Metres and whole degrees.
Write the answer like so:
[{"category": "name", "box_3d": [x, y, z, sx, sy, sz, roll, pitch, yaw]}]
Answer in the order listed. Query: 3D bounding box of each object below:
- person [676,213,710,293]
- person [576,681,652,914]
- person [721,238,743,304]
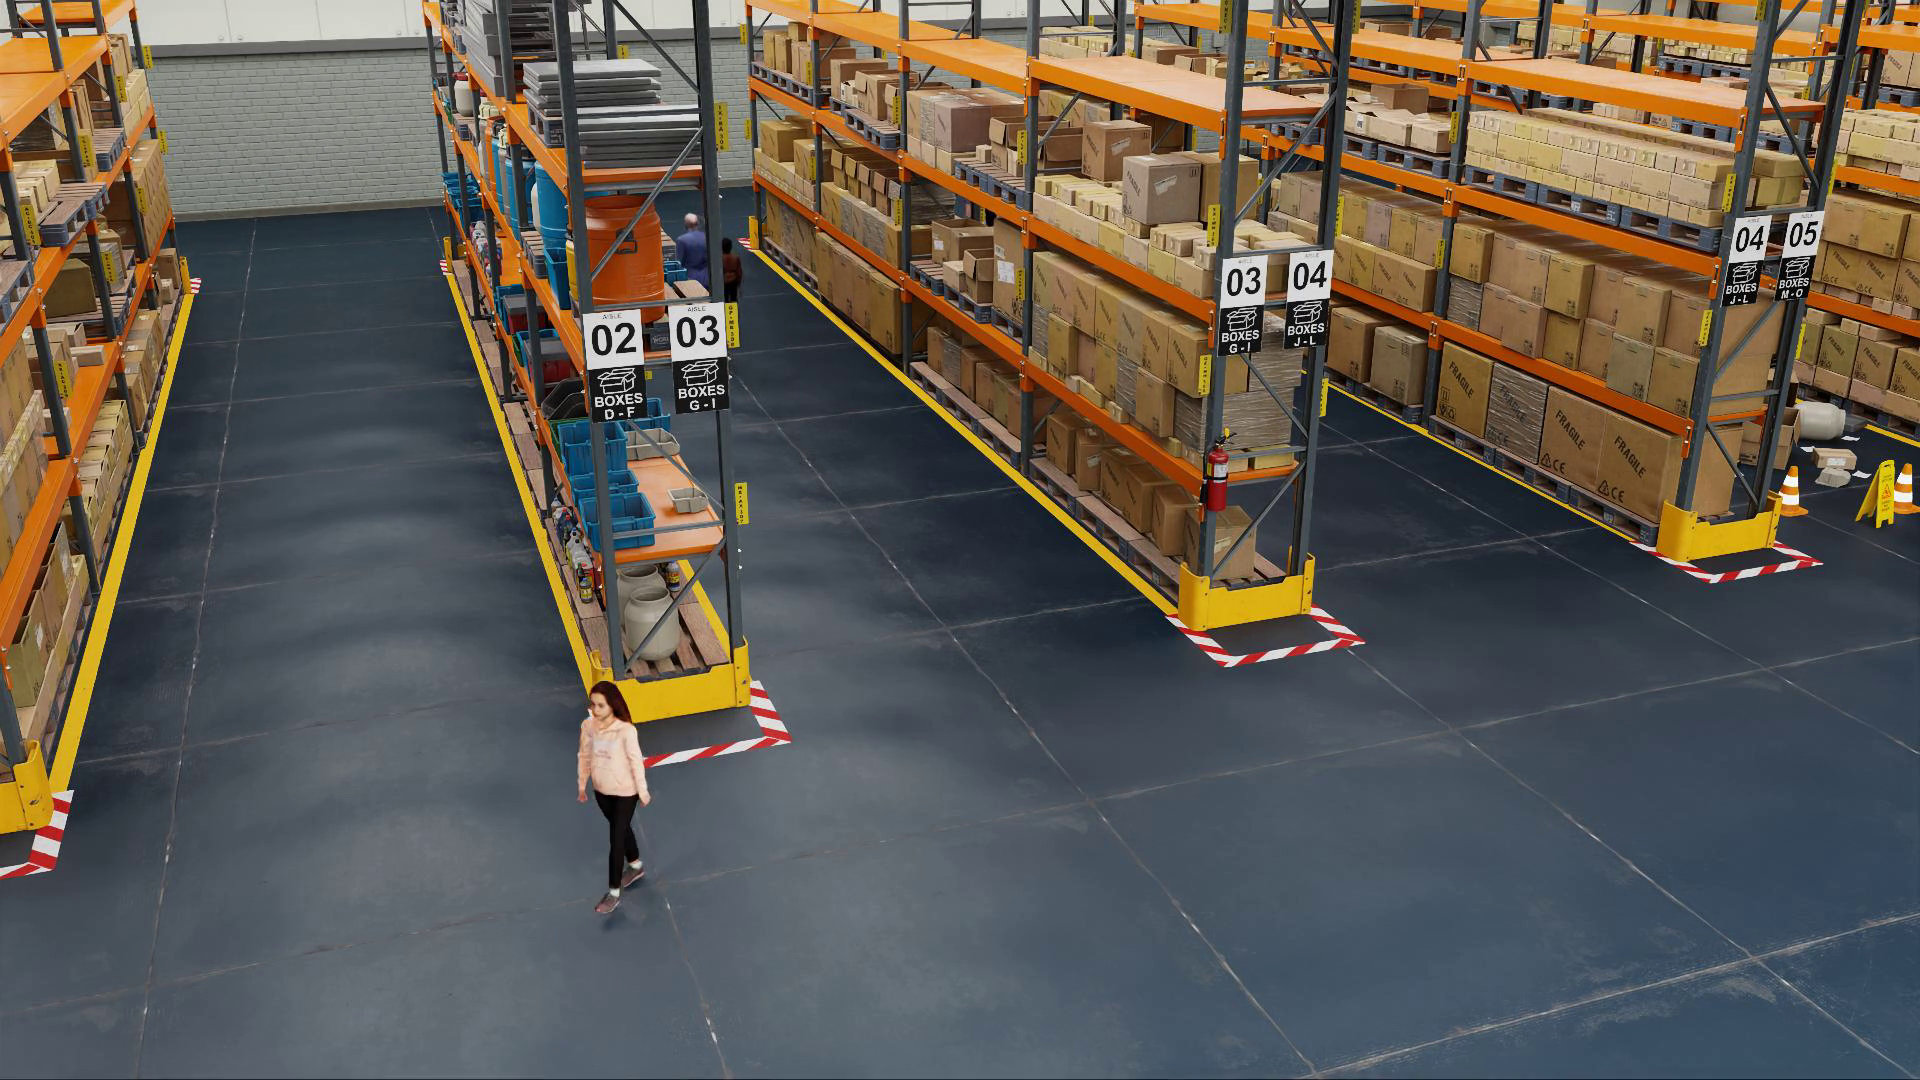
[{"category": "person", "box_3d": [-3.448, -3.369, 21.897, 0.840, 1.807, 1.021, -13, 26, -29]}, {"category": "person", "box_3d": [-2.109, 1.528, 10.375, 0.853, 1.467, 0.907, 11, 25, 25]}, {"category": "person", "box_3d": [-3.203, -3.548, 23.113, 0.634, 1.219, 0.958, -4, 23, -10]}]
